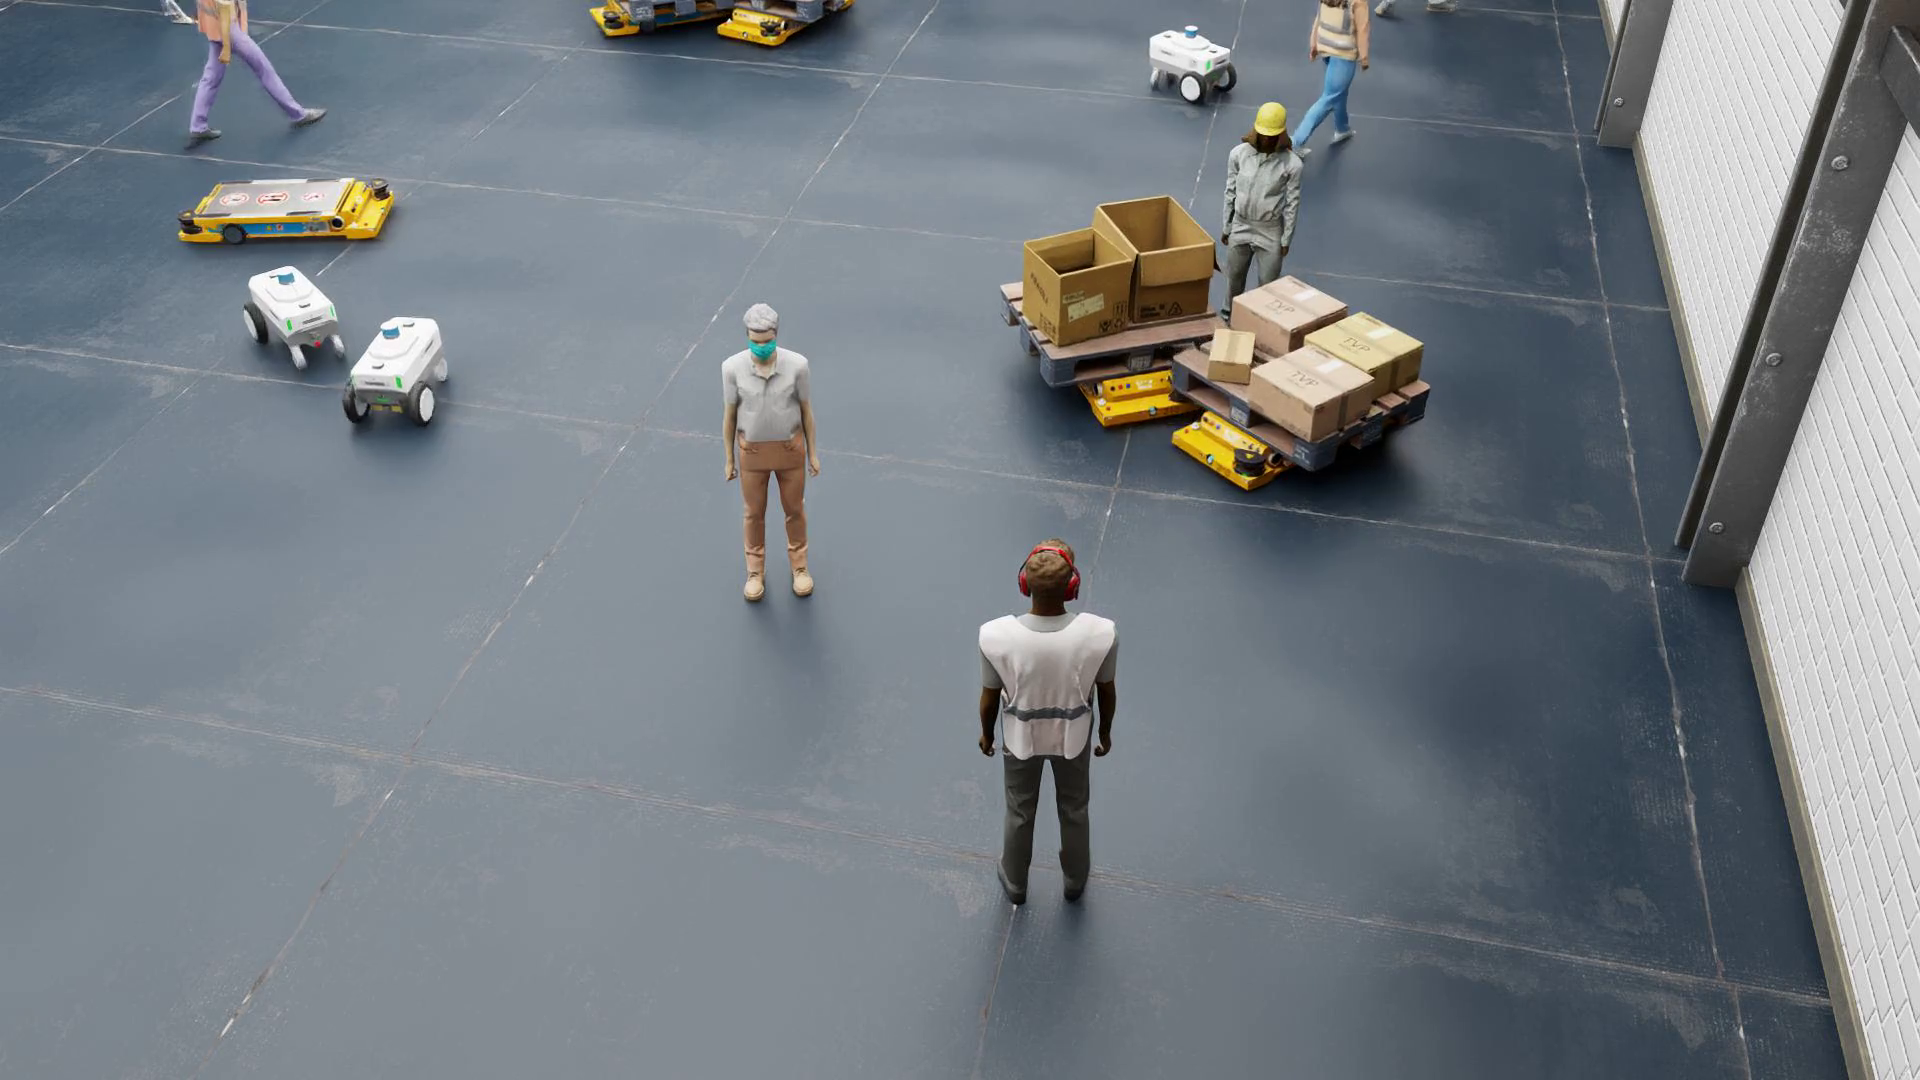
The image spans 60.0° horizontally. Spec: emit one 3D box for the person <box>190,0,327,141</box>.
[{"bbox_3d":[-5.913,-4.117,13.478,1.090,1.767,0.587,-29,45,-33],"label":"person"}]

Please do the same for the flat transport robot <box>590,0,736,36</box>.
[{"bbox_3d":[-2.815,-5.171,16.139,1.431,0.231,0.659,-16,40,-20],"label":"flat transport robot"}]

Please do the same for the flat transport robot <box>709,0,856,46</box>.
[{"bbox_3d":[-1.663,-5.132,16.086,0.659,0.231,1.431,19,41,23],"label":"flat transport robot"}]

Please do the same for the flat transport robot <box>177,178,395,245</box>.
[{"bbox_3d":[-5.071,-2.482,12.539,1.431,0.231,0.659,-2,37,-3],"label":"flat transport robot"}]

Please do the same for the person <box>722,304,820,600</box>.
[{"bbox_3d":[-0.976,-0.452,8.589,0.492,1.742,0.303,-5,37,-6],"label":"person"}]

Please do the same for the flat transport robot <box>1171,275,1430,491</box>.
[{"bbox_3d":[2.052,-0.757,10.232,1.431,0.231,0.659,-25,43,-29],"label":"flat transport robot"}]

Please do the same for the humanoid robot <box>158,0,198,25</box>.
[{"bbox_3d":[-7.641,-5.744,15.690,0.794,1.791,0.530,-10,38,-14],"label":"humanoid robot"}]

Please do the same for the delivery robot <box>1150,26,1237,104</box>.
[{"bbox_3d":[2.031,-4.180,14.589,0.509,0.613,0.785,-30,46,-34],"label":"delivery robot"}]

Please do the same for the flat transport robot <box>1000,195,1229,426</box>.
[{"bbox_3d":[0.996,-1.226,10.859,0.659,0.231,1.431,-10,38,-14],"label":"flat transport robot"}]

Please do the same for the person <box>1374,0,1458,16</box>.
[{"bbox_3d":[4.490,-5.914,15.803,0.865,1.867,0.409,-14,39,-18],"label":"person"}]

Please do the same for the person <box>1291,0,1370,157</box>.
[{"bbox_3d":[2.984,-3.903,13.266,0.858,1.685,0.487,-20,41,-24],"label":"person"}]

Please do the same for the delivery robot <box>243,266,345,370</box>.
[{"bbox_3d":[-4.401,-1.522,10.999,0.499,0.575,0.759,-26,44,-30],"label":"delivery robot"}]

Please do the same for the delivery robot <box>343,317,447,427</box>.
[{"bbox_3d":[-3.522,-1.067,10.420,0.499,0.609,0.805,4,37,5],"label":"delivery robot"}]

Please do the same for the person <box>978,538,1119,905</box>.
[{"bbox_3d":[0.352,0.805,6.832,0.564,1.837,0.388,-1,37,-1],"label":"person"}]

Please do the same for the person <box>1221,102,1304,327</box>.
[{"bbox_3d":[1.904,-1.974,10.640,0.483,1.738,0.342,17,40,21],"label":"person"}]
